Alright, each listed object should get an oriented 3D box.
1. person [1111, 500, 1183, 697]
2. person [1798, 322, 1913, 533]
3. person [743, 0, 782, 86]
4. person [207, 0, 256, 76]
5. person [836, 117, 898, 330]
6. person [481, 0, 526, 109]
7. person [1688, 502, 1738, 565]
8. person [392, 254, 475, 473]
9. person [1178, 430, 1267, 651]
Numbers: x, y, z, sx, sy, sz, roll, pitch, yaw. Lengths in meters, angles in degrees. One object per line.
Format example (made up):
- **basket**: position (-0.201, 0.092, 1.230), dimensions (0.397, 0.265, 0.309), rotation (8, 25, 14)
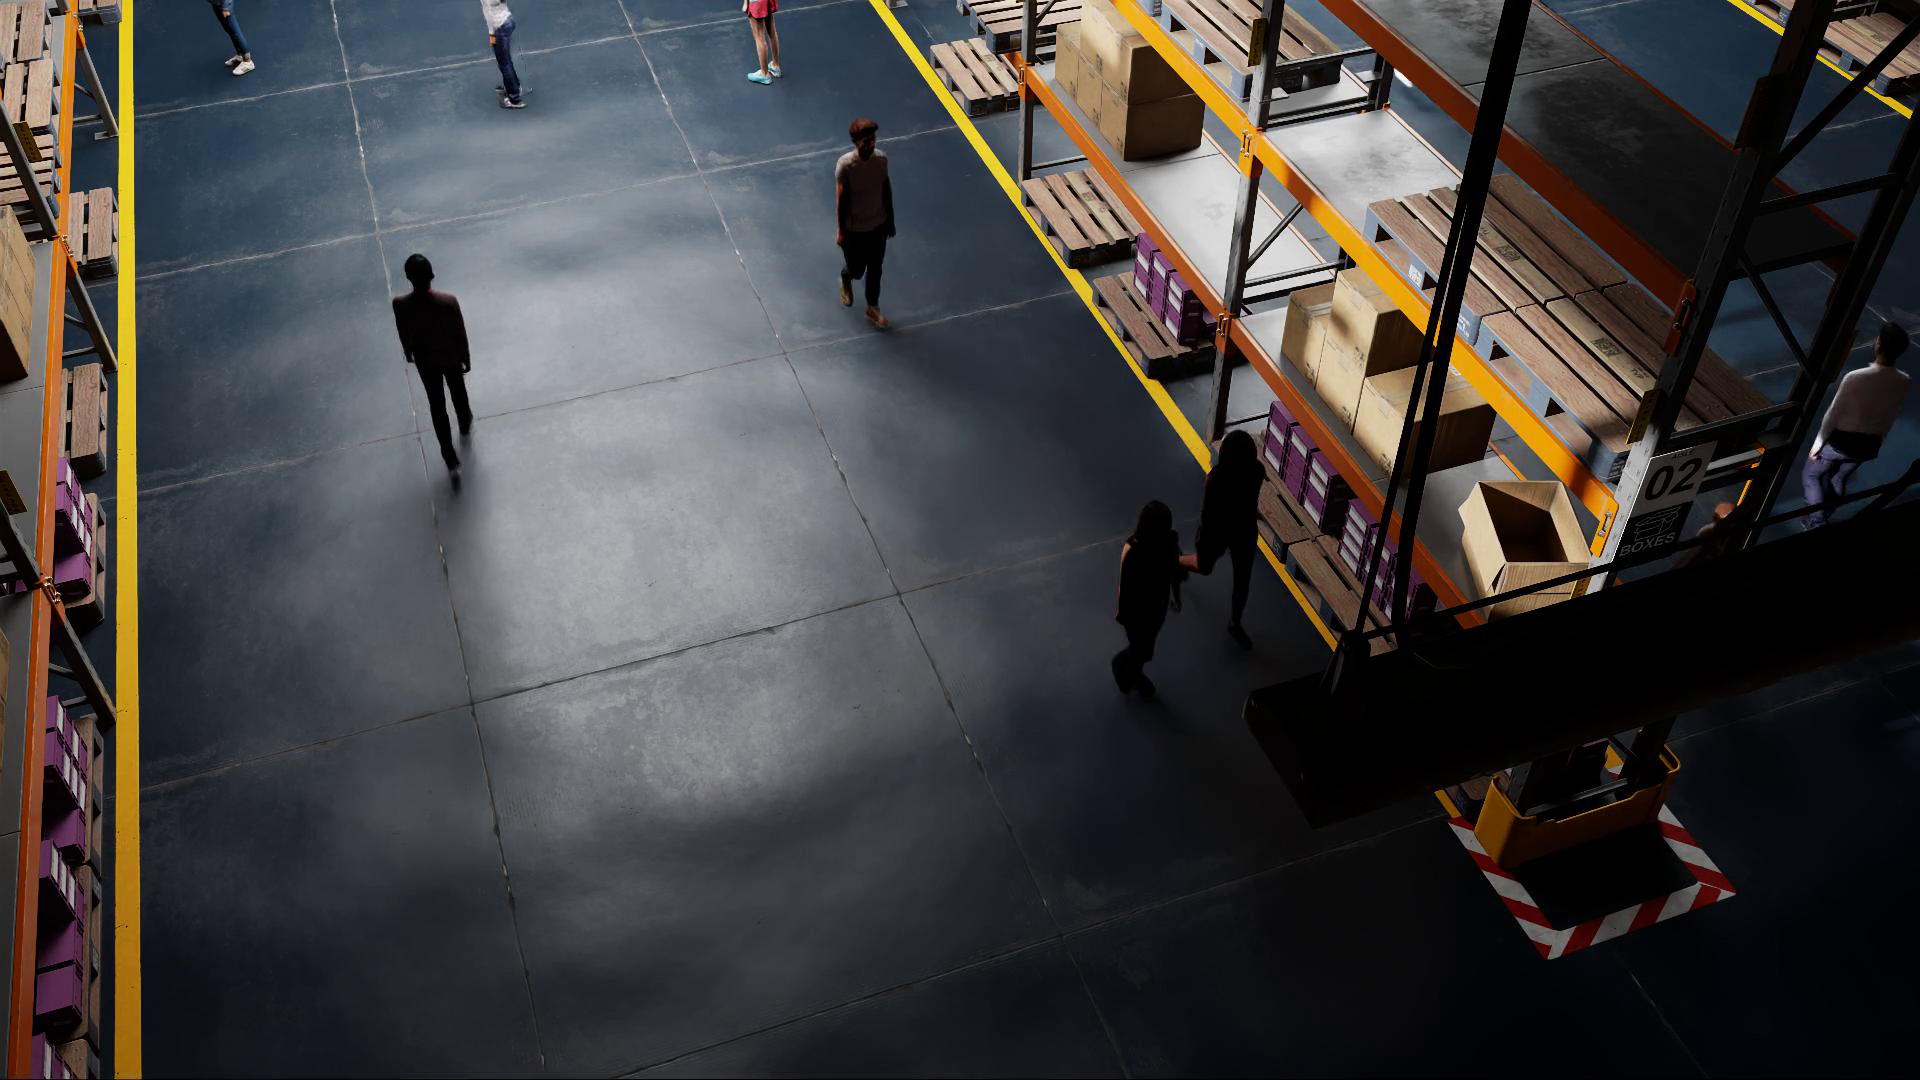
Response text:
- **person**: position (1.133, 0.344, 10.644), dimensions (0.681, 1.677, 0.709), rotation (-30, 51, -28)
- **person**: position (6.184, -0.624, 11.542), dimensions (0.880, 1.842, 1.048), rotation (8, 44, 8)
- **person**: position (-2.005, -5.442, 16.655), dimensions (0.750, 1.765, 0.706), rotation (24, 49, 23)
- **person**: position (-7.505, -5.483, 16.907), dimensions (0.684, 1.476, 0.520), rotation (-26, 49, -25)
- **person**: position (-0.824, -2.621, 13.608), dimensions (0.756, 1.883, 0.887), rotation (-22, 48, -21)
- **person**: position (-4.489, -5.065, 16.424), dimensions (0.748, 1.536, 0.666), rotation (1, 44, 1)
- **person**: position (4.997, 0.150, 11.209), dimensions (0.633, 1.180, 0.754), rotation (-1, 44, -1)
- **person**: position (-3.883, -1.286, 12.311), dimensions (1.124, 1.740, 0.750), rotation (-14, 45, -14)
- **person**: position (1.722, -0.092, 11.075), dimensions (0.625, 1.715, 1.085), rotation (-18, 46, -18)
